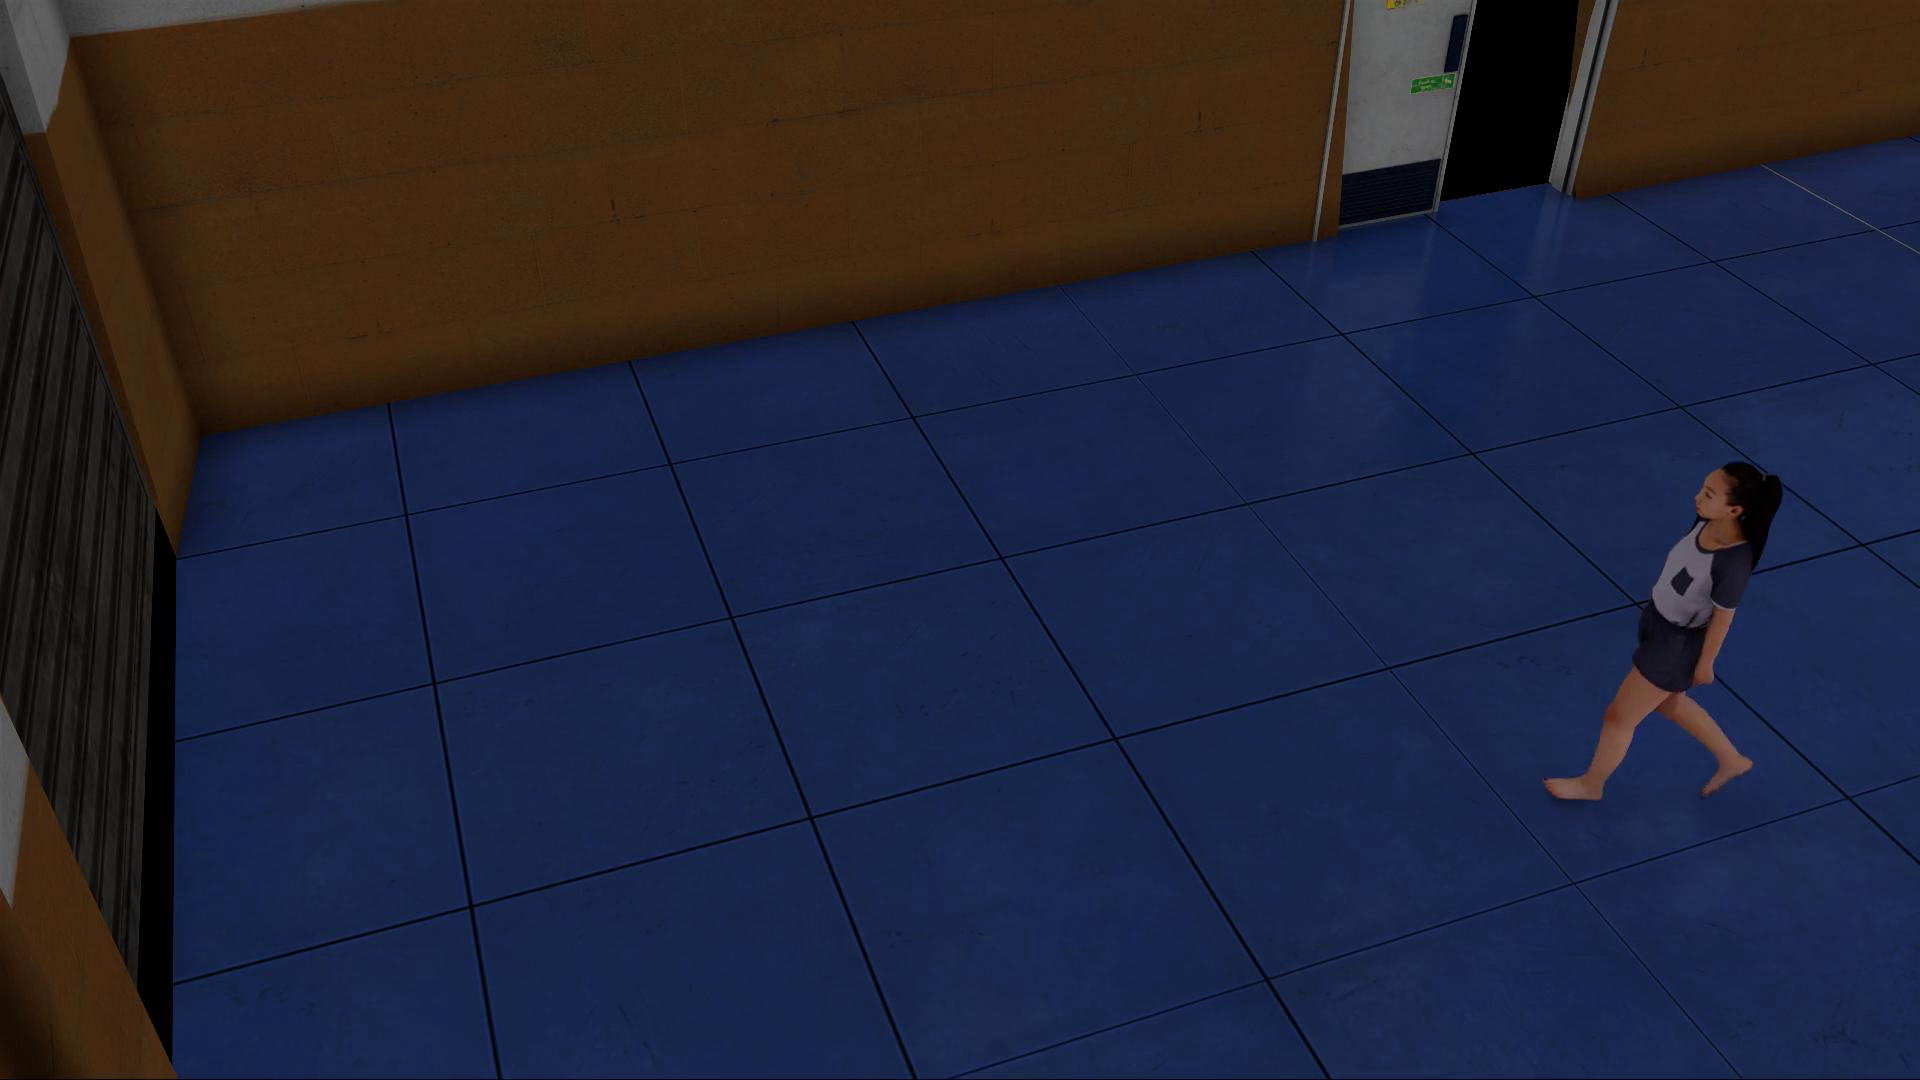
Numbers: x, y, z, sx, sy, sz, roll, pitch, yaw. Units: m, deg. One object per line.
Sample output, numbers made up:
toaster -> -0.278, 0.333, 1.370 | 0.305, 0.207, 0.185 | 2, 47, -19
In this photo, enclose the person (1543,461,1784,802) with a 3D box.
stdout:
person -> 2.790, 0.399, 6.268 | 1.005, 1.620, 1.028 | 9, 38, 12
